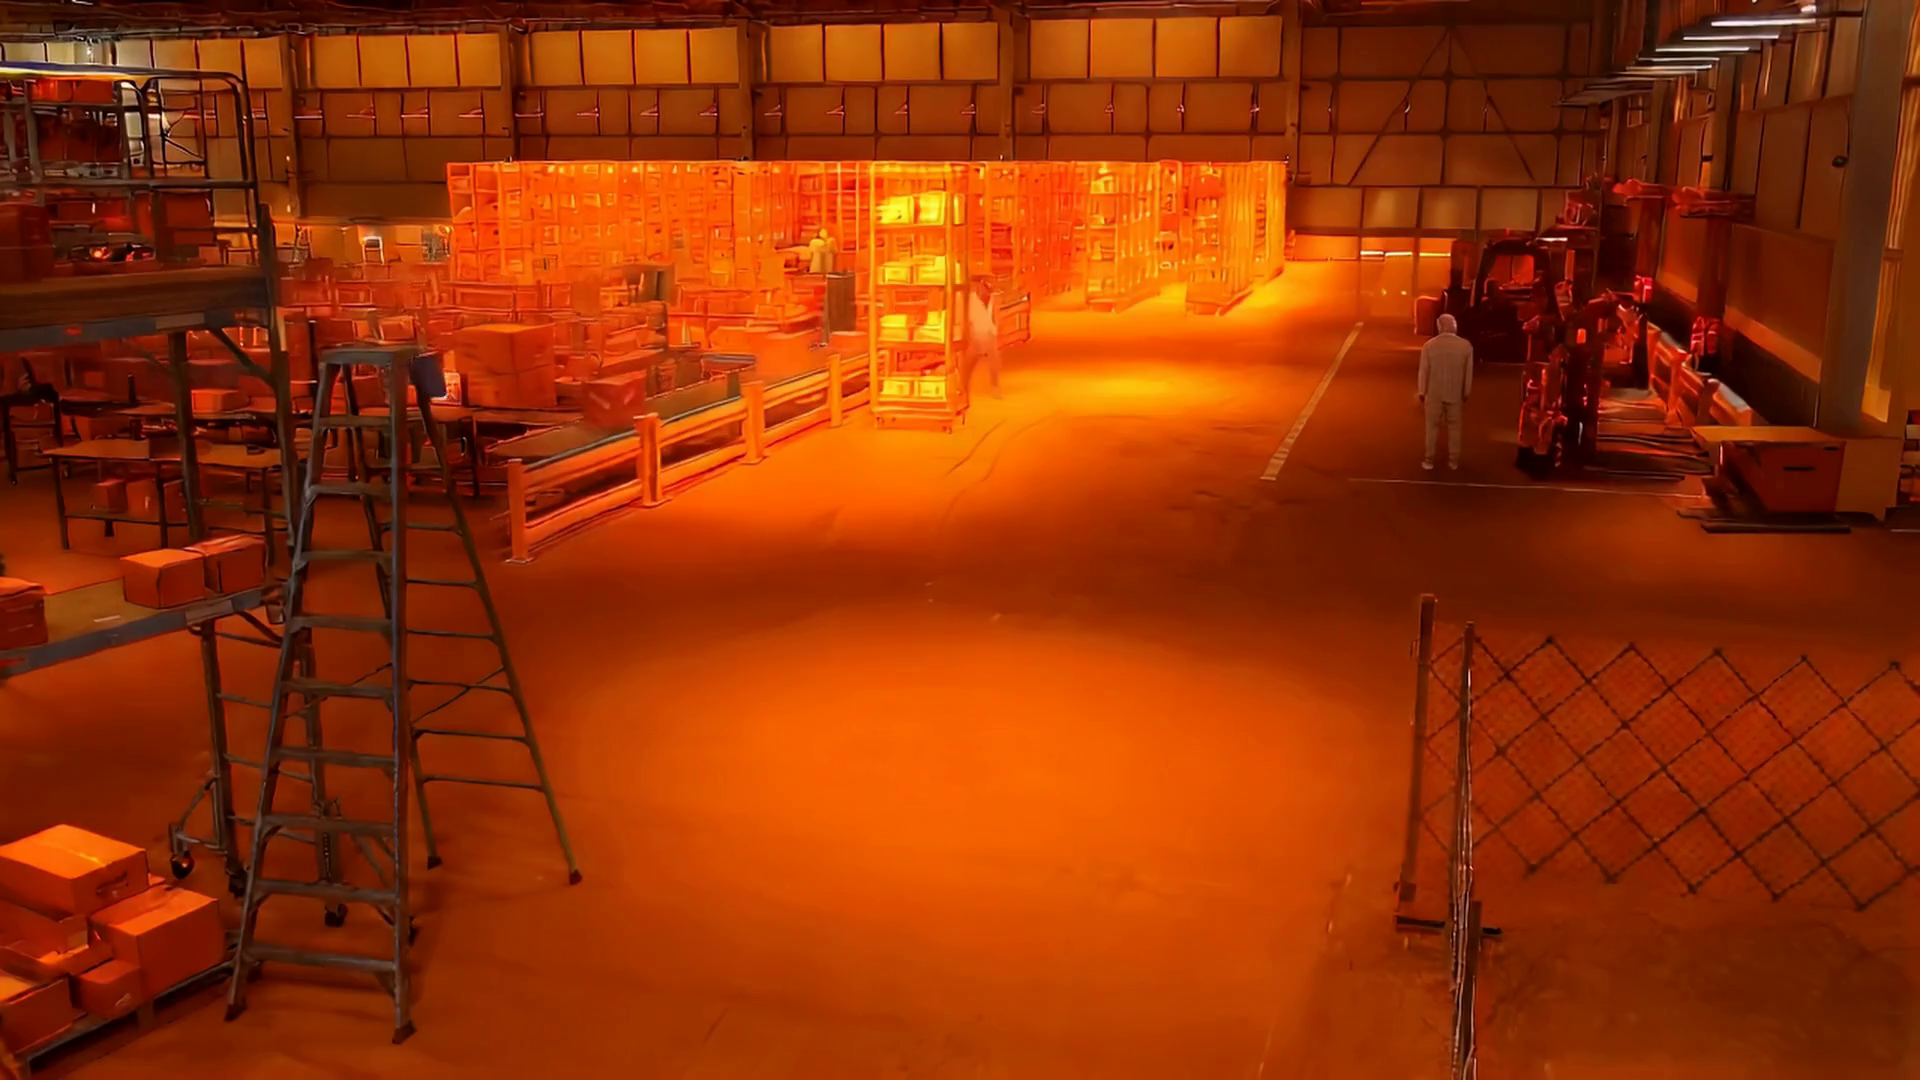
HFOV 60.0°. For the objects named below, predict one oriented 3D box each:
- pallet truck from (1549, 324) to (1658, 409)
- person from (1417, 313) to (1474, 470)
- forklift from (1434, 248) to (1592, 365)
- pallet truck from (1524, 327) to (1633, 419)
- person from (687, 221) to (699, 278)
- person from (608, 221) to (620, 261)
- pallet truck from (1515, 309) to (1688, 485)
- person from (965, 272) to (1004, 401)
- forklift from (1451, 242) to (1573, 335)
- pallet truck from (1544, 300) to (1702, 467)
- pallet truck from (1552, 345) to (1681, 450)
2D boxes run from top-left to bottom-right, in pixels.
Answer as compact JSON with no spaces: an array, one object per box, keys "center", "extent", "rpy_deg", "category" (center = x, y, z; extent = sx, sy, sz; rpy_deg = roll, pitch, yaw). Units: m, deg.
[{"center":[9.824,-2.669,25.407],"extent":[1.601,1.201,0.680],"rpy_deg":[4,14,16],"category":"pallet truck"},{"center":[5.859,-1.795,20.154],"extent":[0.652,1.906,0.403],"rpy_deg":[1,13,3],"category":"person"},{"center":[9.780,-4.111,29.280],"extent":[2.680,1.987,1.157],"rpy_deg":[3,13,14],"category":"forklift"},{"center":[9.065,-2.460,24.370],"extent":[1.522,1.261,0.704],"rpy_deg":[3,13,14],"category":"pallet truck"},{"center":[-8.154,-8.869,50.870],"extent":[0.404,1.832,0.599],"rpy_deg":[-5,14,-21],"category":"person"},{"center":[-10.482,-8.915,50.856],"extent":[0.443,1.927,0.648],"rpy_deg":[11,17,40],"category":"person"},{"center":[7.554,-1.677,19.446],"extent":[1.885,1.965,0.823],"rpy_deg":[3,13,14],"category":"pallet truck"},{"center":[0.338,-3.210,26.117],"extent":[0.608,2.001,1.065],"rpy_deg":[-6,14,-26],"category":"person"},{"center":[10.464,-4.597,31.405],"extent":[2.680,1.987,1.157],"rpy_deg":[4,14,16],"category":"forklift"},{"center":[8.263,-1.952,20.631],"extent":[1.885,1.965,0.823],"rpy_deg":[5,14,20],"category":"pallet truck"},{"center":[8.641,-1.896,21.908],"extent":[1.630,1.274,0.653],"rpy_deg":[4,14,16],"category":"pallet truck"}]
